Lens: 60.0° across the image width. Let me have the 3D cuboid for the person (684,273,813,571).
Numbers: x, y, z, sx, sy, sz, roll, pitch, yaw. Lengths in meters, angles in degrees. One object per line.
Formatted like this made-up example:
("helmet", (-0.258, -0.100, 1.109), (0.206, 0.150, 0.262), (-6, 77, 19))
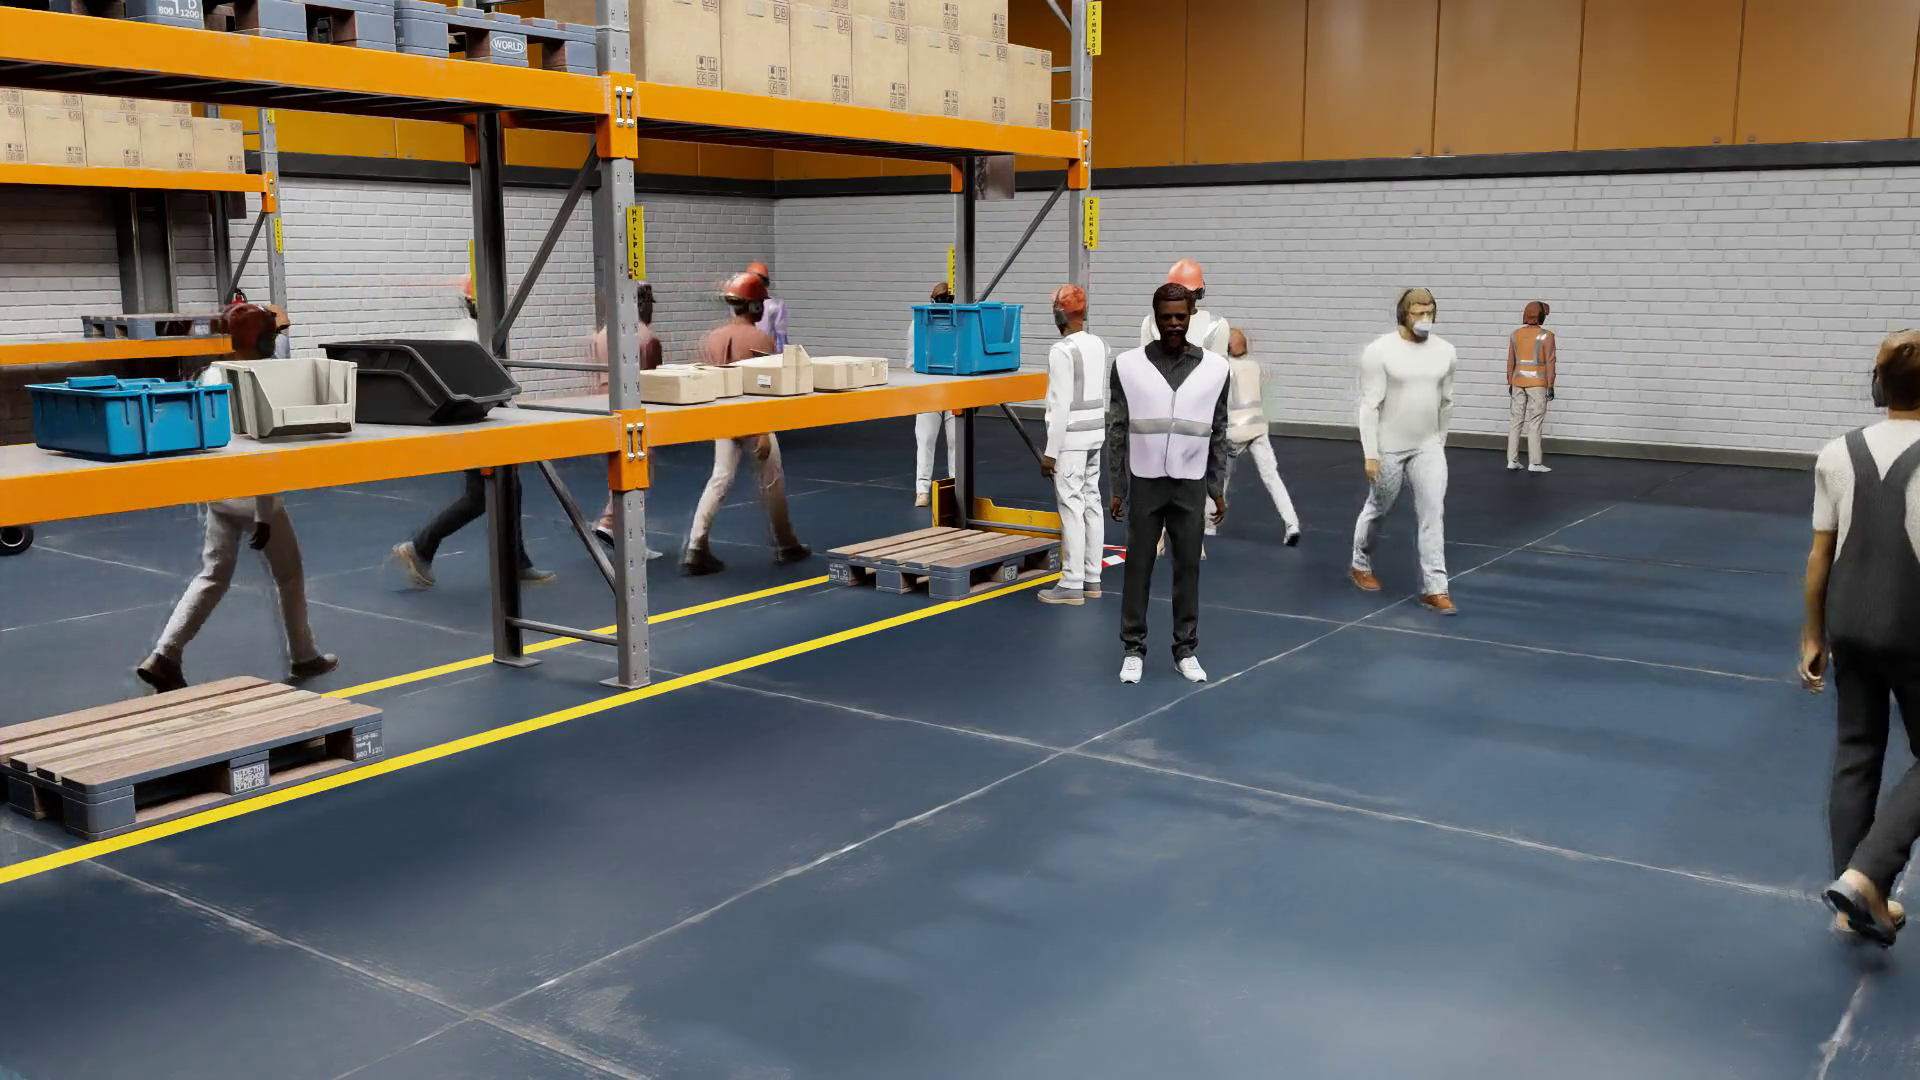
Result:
("person", (-1.430, -0.768, 10.909), (0.629, 1.949, 1.039), (8, 12, 39))

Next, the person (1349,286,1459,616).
("person", (2.622, -0.554, 9.825), (0.635, 1.887, 1.036), (-2, 10, -12))

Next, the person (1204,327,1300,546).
("person", (2.080, -0.748, 11.927), (0.528, 1.562, 0.991), (-6, 11, -33))

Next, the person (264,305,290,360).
("person", (-6.104, -1.285, 14.906), (0.265, 1.631, 0.508), (-3, 10, -19))

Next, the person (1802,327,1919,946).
("person", (2.710, 0.306, 4.833), (0.452, 1.831, 0.539), (-6, 11, -34))

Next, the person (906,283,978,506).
("person", (-0.138, -1.191, 13.726), (0.619, 1.845, 0.430), (-1, 10, -4))

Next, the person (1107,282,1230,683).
("person", (1.001, -0.271, 8.015), (0.593, 1.920, 0.391), (0, 10, -3))

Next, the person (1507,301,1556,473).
("person", (5.479, -1.467, 15.967), (0.311, 1.638, 0.522), (-6, 11, -33))

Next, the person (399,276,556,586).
("person", (-2.996, -0.666, 10.218), (0.854, 1.969, 0.609), (-1, 10, -6))

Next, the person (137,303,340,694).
("person", (-3.379, -0.177, 7.722), (0.554, 1.842, 0.973), (4, 10, 24))

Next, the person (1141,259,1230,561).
("person", (1.497, -0.867, 11.222), (0.605, 2.036, 0.383), (2, 10, 12))

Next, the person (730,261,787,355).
("person", (-2.141, -1.937, 17.633), (0.610, 2.025, 0.709), (1, 10, 3))

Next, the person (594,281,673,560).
("person", (-2.204, -0.798, 11.256), (0.444, 1.893, 0.637), (-7, 12, -37))

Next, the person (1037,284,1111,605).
("person", (0.671, -0.560, 9.835), (0.353, 1.886, 0.572), (6, 11, 33))
